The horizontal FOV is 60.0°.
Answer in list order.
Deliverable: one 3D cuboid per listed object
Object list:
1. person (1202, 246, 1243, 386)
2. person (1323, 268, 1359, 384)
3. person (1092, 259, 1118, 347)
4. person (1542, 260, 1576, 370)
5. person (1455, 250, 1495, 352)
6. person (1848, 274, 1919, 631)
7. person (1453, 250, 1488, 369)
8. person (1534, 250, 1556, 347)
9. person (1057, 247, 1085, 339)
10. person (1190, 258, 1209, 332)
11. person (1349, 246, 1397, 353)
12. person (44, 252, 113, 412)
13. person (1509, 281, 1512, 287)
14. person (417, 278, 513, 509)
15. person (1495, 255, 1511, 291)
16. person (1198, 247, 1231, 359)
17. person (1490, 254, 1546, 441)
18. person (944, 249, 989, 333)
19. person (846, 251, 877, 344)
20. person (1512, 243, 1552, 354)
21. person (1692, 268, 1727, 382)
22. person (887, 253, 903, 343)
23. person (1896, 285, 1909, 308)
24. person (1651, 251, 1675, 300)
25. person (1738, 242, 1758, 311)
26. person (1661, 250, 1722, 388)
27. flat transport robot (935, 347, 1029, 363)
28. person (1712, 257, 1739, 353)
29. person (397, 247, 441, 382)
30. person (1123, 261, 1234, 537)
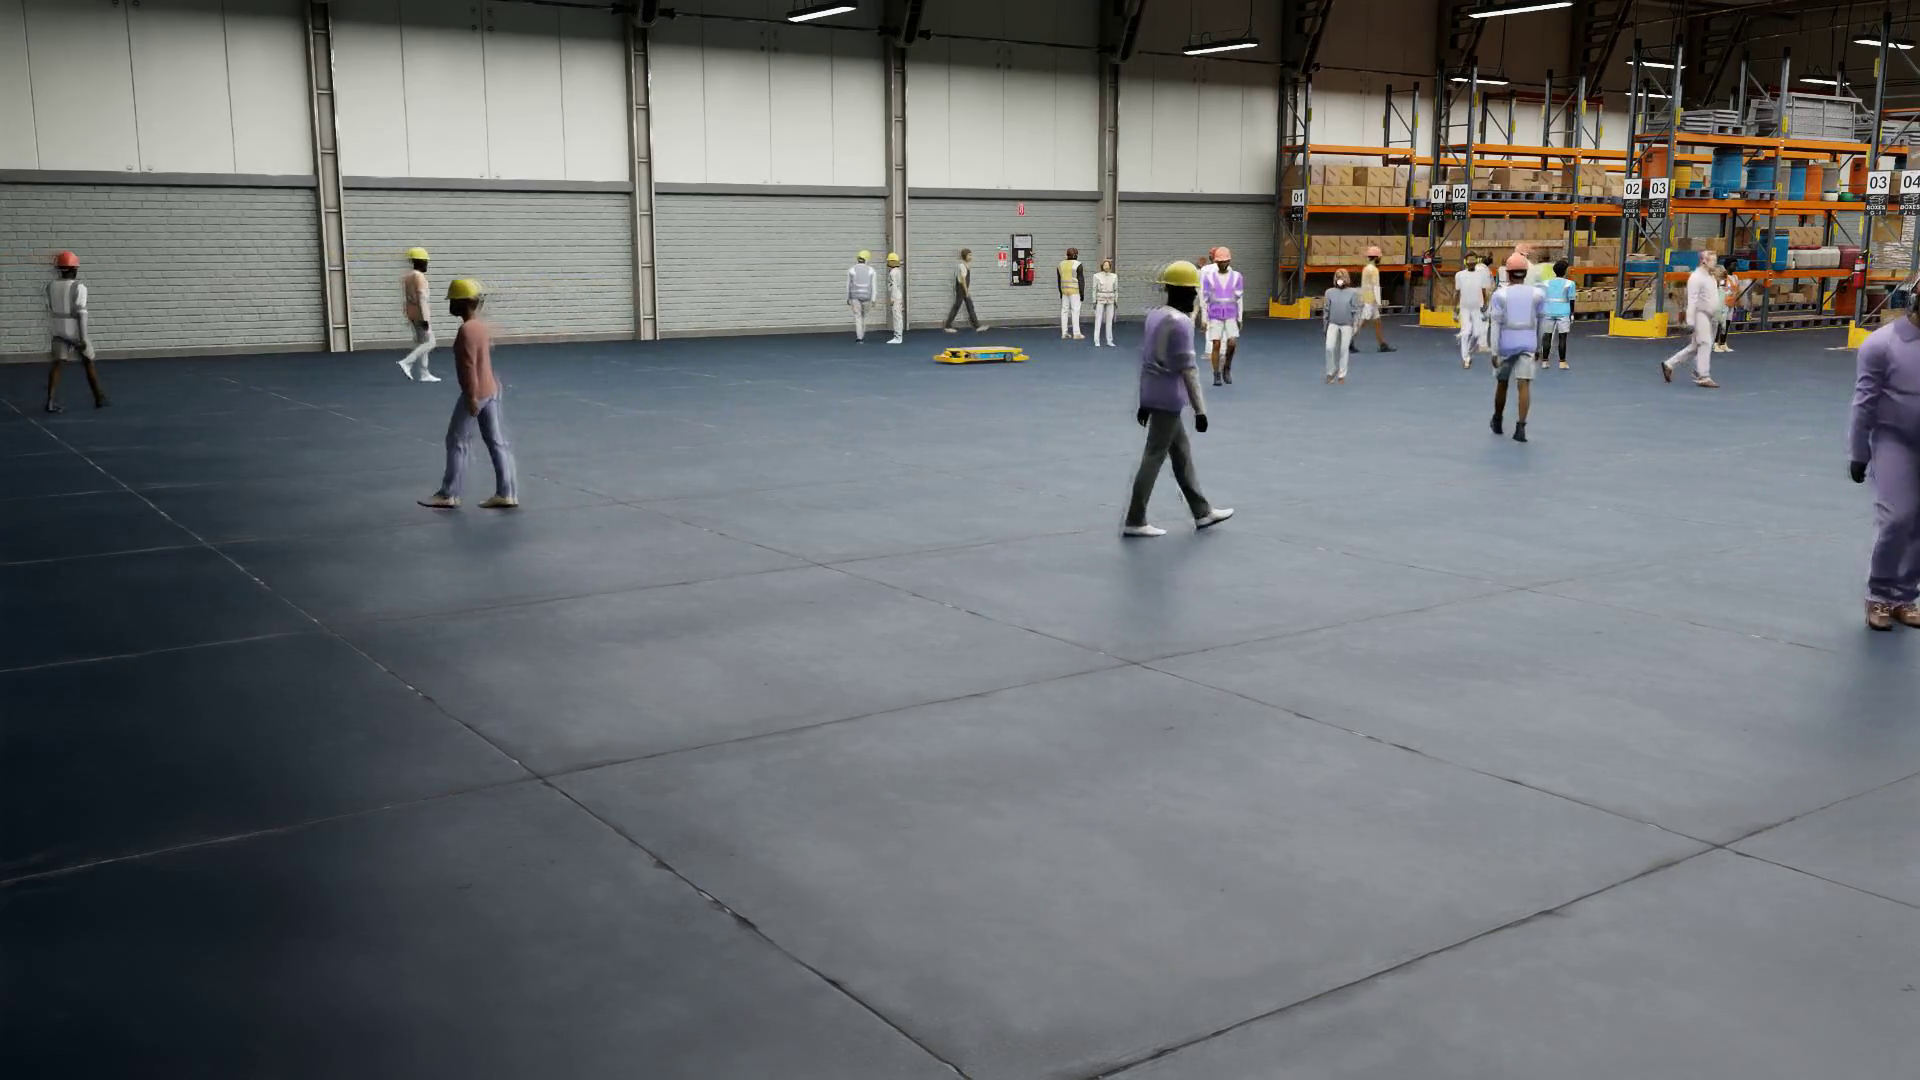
[{"bbox_3d":[3.623,-3.082,22.985,0.573,1.918,0.439,1,10,3],"label":"person"},{"bbox_3d":[5.300,-2.965,23.187,0.502,1.618,0.494,4,11,21],"label":"person"},{"bbox_3d":[2.726,-4.454,31.276,0.515,1.641,0.308,-3,11,-17],"label":"person"},{"bbox_3d":[9.280,-3.490,25.836,0.540,1.695,0.317,7,13,35],"label":"person"},{"bbox_3d":[9.262,-4.266,29.715,0.572,1.831,0.637,0,10,-1],"label":"person"},{"bbox_3d":[5.027,-0.450,8.660,0.647,1.889,0.584,1,10,4],"label":"person"},{"bbox_3d":[8.024,-3.628,26.165,0.540,1.851,0.533,2,10,9],"label":"person"},{"bbox_3d":[10.938,-4.546,31.352,0.633,1.790,0.981,-1,10,-7],"label":"person"},{"bbox_3d":[2.273,-5.002,33.722,0.625,1.846,0.429,8,13,39],"label":"person"},{"bbox_3d":[5.285,-5.269,35.830,0.762,1.600,0.519,3,11,16],"label":"person"},{"bbox_3d":[7.287,-4.264,29.573,0.995,1.894,0.559,0,10,-1],"label":"person"},{"bbox_3d":[-10.531,-2.459,19.693,0.549,1.890,1.029,1,10,7],"label":"person"},{"bbox_3d":[11.978,-5.228,35.518,0.522,1.640,0.306,5,12,28],"label":"person"},{"bbox_3d":[-3.776,-1.091,12.540,0.784,1.733,0.553,0,10,-1],"label":"person"},{"bbox_3d":[12.379,-5.638,37.768,0.310,1.638,0.522,-6,12,-31],"label":"person"},{"bbox_3d":[4.307,-3.995,28.088,0.584,1.882,0.337,-3,11,-15],"label":"person"},{"bbox_3d":[5.699,-1.980,17.063,0.552,1.885,1.007,2,11,11],"label":"person"},{"bbox_3d":[0.094,-5.324,35.645,0.981,1.793,0.538,2,10,10],"label":"person"},{"bbox_3d":[-1.930,-4.715,32.322,0.575,1.776,0.776,-2,11,-11],"label":"person"},{"bbox_3d":[9.812,-4.141,28.705,0.862,1.961,0.623,1,10,4],"label":"person"},{"bbox_3d":[10.595,-3.024,23.471,0.516,1.610,0.412,-6,12,-29],"label":"person"},{"bbox_3d":[-1.281,-4.688,32.275,0.308,1.744,0.485,2,10,9],"label":"person"},{"bbox_3d":[19.235,-5.045,33.749,0.391,1.920,0.593,0,10,2],"label":"person"},{"bbox_3d":[15.651,-5.577,36.988,0.857,1.809,0.595,-8,13,-37],"label":"person"},{"bbox_3d":[19.711,-6.530,41.901,0.757,1.912,0.627,-4,11,-22],"label":"person"},{"bbox_3d":[10.152,-3.052,22.956,0.804,1.884,0.651,9,13,39],"label":"person"},{"bbox_3d":[0.362,-3.059,27.384,1.431,0.197,0.652,-6,12,-28],"label":"flat transport robot"},{"bbox_3d":[13.638,-4.177,29.595,0.530,1.697,0.321,-7,12,-33],"label":"person"},{"bbox_3d":[-7.653,-3.164,23.448,0.528,1.912,0.614,-6,12,-30],"label":"person"},{"bbox_3d":[1.536,-0.959,11.443,0.941,1.881,0.611,-2,11,-13],"label":"person"}]
